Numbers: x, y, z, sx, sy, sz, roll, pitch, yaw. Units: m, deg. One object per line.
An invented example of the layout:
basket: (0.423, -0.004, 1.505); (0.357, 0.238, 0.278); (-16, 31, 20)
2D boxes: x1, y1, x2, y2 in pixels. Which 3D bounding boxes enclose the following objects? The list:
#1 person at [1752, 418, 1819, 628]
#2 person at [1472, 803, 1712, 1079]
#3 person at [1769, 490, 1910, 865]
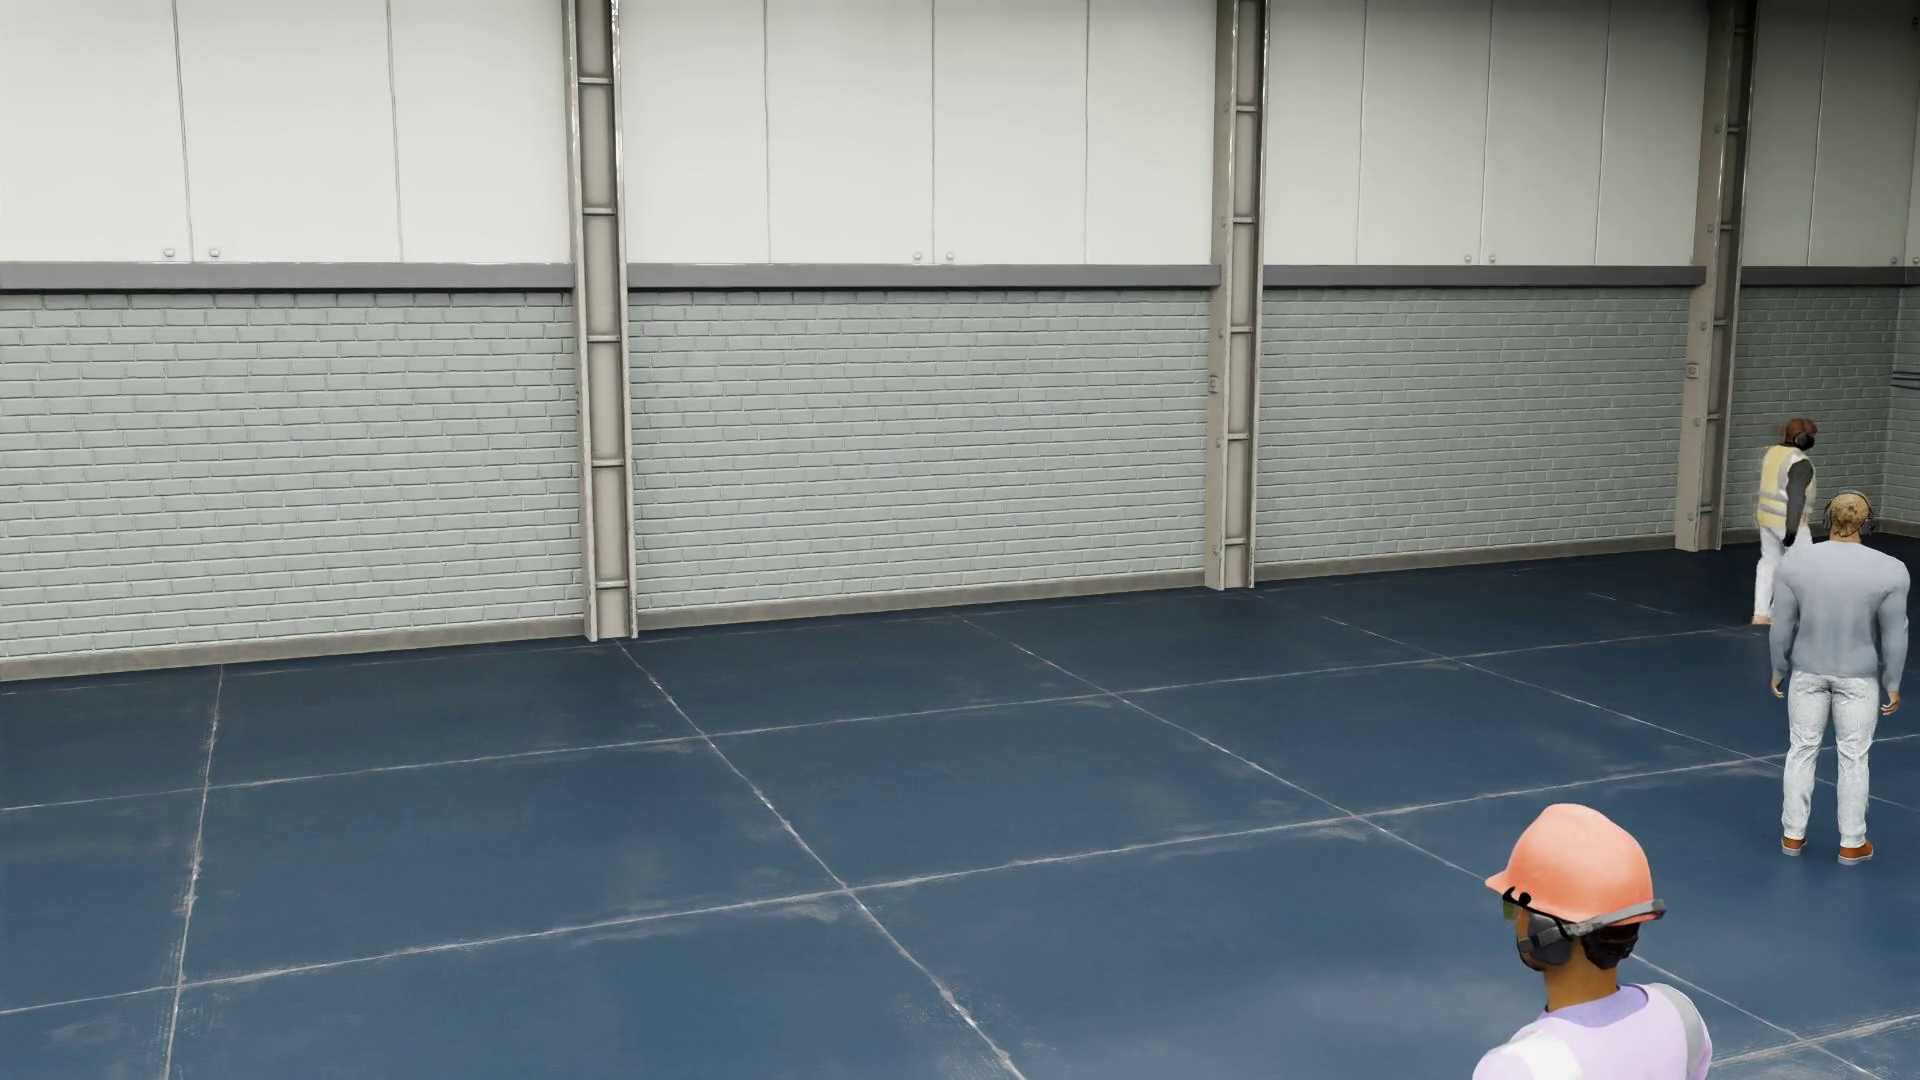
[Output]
person: (7.117, -0.142, 14.289); (0.481, 1.822, 0.646); (-1, 9, -3)
person: (1.148, 1.510, 3.231); (0.607, 2.044, 0.376); (-7, 11, -37)
person: (4.527, 0.705, 8.607); (0.635, 1.937, 0.352); (7, 11, 36)
